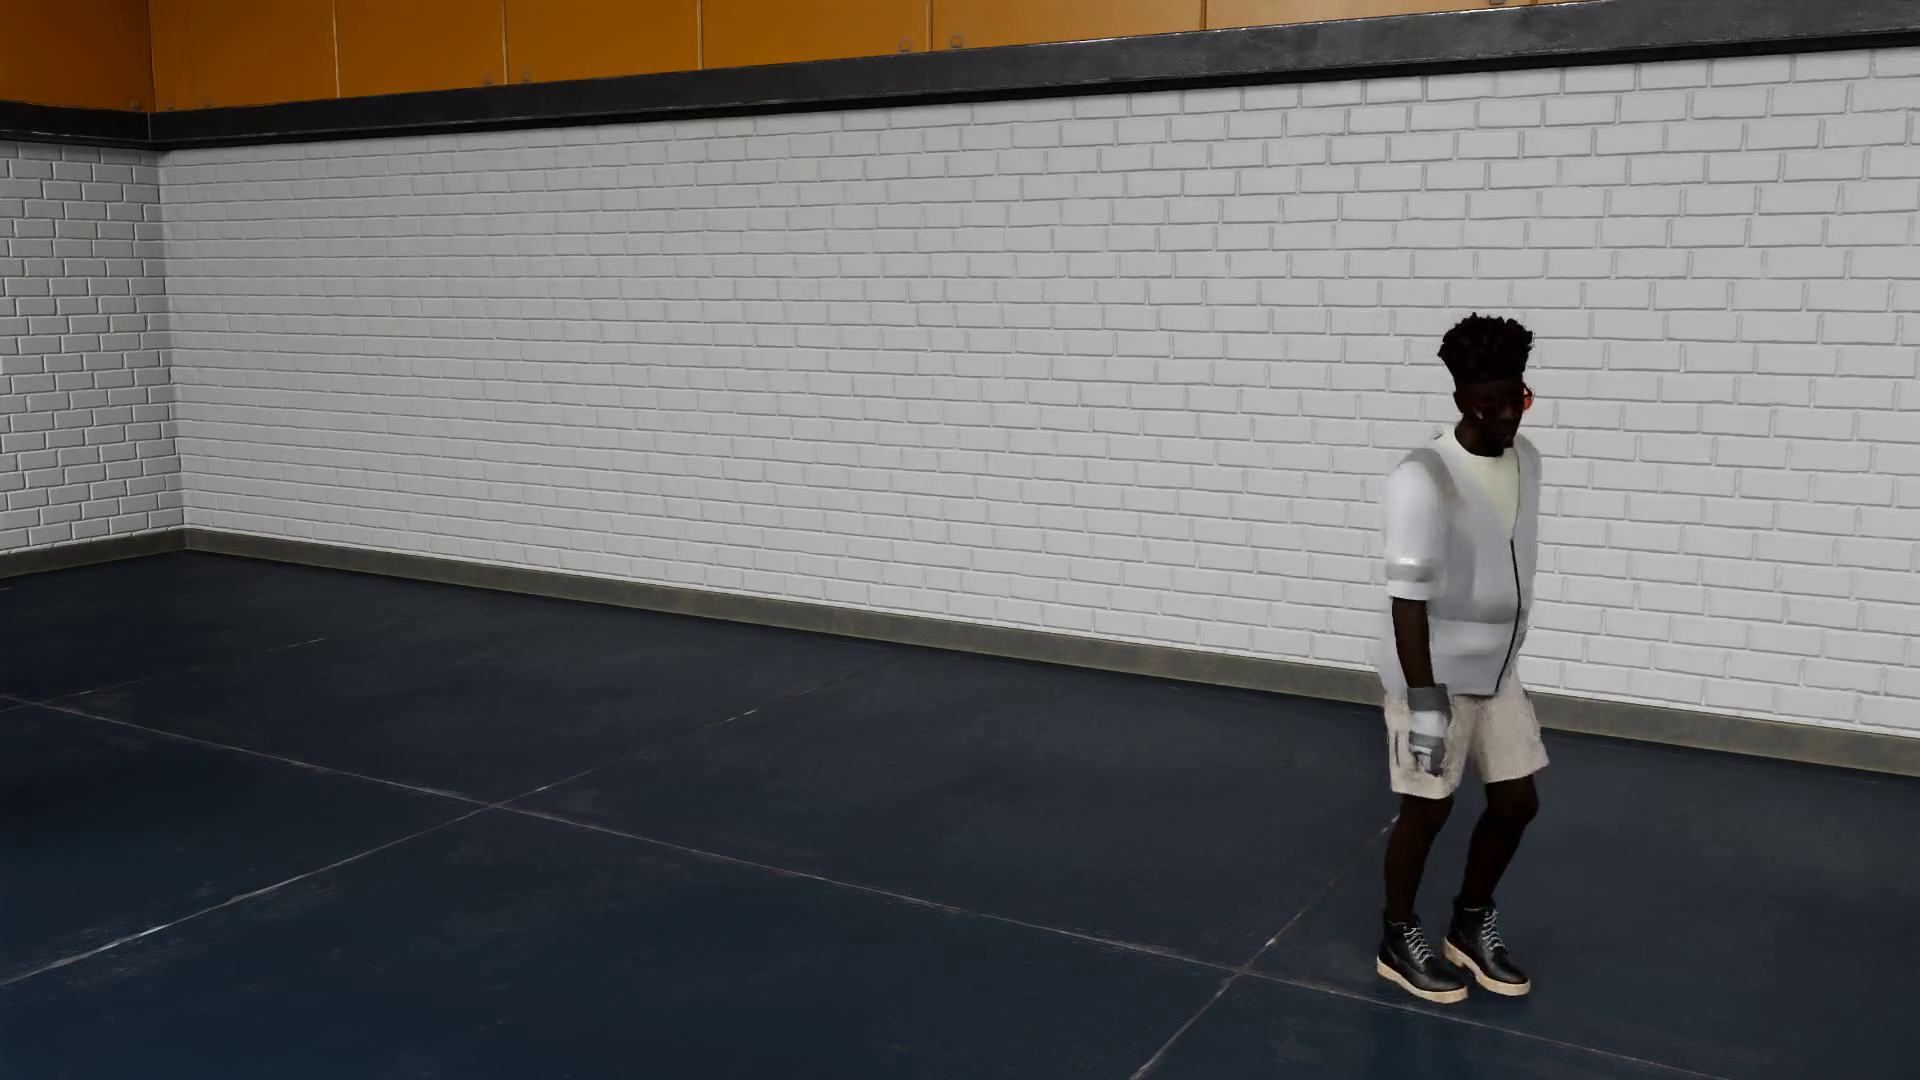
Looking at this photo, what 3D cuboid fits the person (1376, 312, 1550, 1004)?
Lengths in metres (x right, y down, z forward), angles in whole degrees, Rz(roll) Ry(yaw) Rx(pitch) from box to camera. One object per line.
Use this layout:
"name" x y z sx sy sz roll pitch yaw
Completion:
"person" 1.333 0.352 4.492 0.643 1.915 0.535 -6 11 -35
